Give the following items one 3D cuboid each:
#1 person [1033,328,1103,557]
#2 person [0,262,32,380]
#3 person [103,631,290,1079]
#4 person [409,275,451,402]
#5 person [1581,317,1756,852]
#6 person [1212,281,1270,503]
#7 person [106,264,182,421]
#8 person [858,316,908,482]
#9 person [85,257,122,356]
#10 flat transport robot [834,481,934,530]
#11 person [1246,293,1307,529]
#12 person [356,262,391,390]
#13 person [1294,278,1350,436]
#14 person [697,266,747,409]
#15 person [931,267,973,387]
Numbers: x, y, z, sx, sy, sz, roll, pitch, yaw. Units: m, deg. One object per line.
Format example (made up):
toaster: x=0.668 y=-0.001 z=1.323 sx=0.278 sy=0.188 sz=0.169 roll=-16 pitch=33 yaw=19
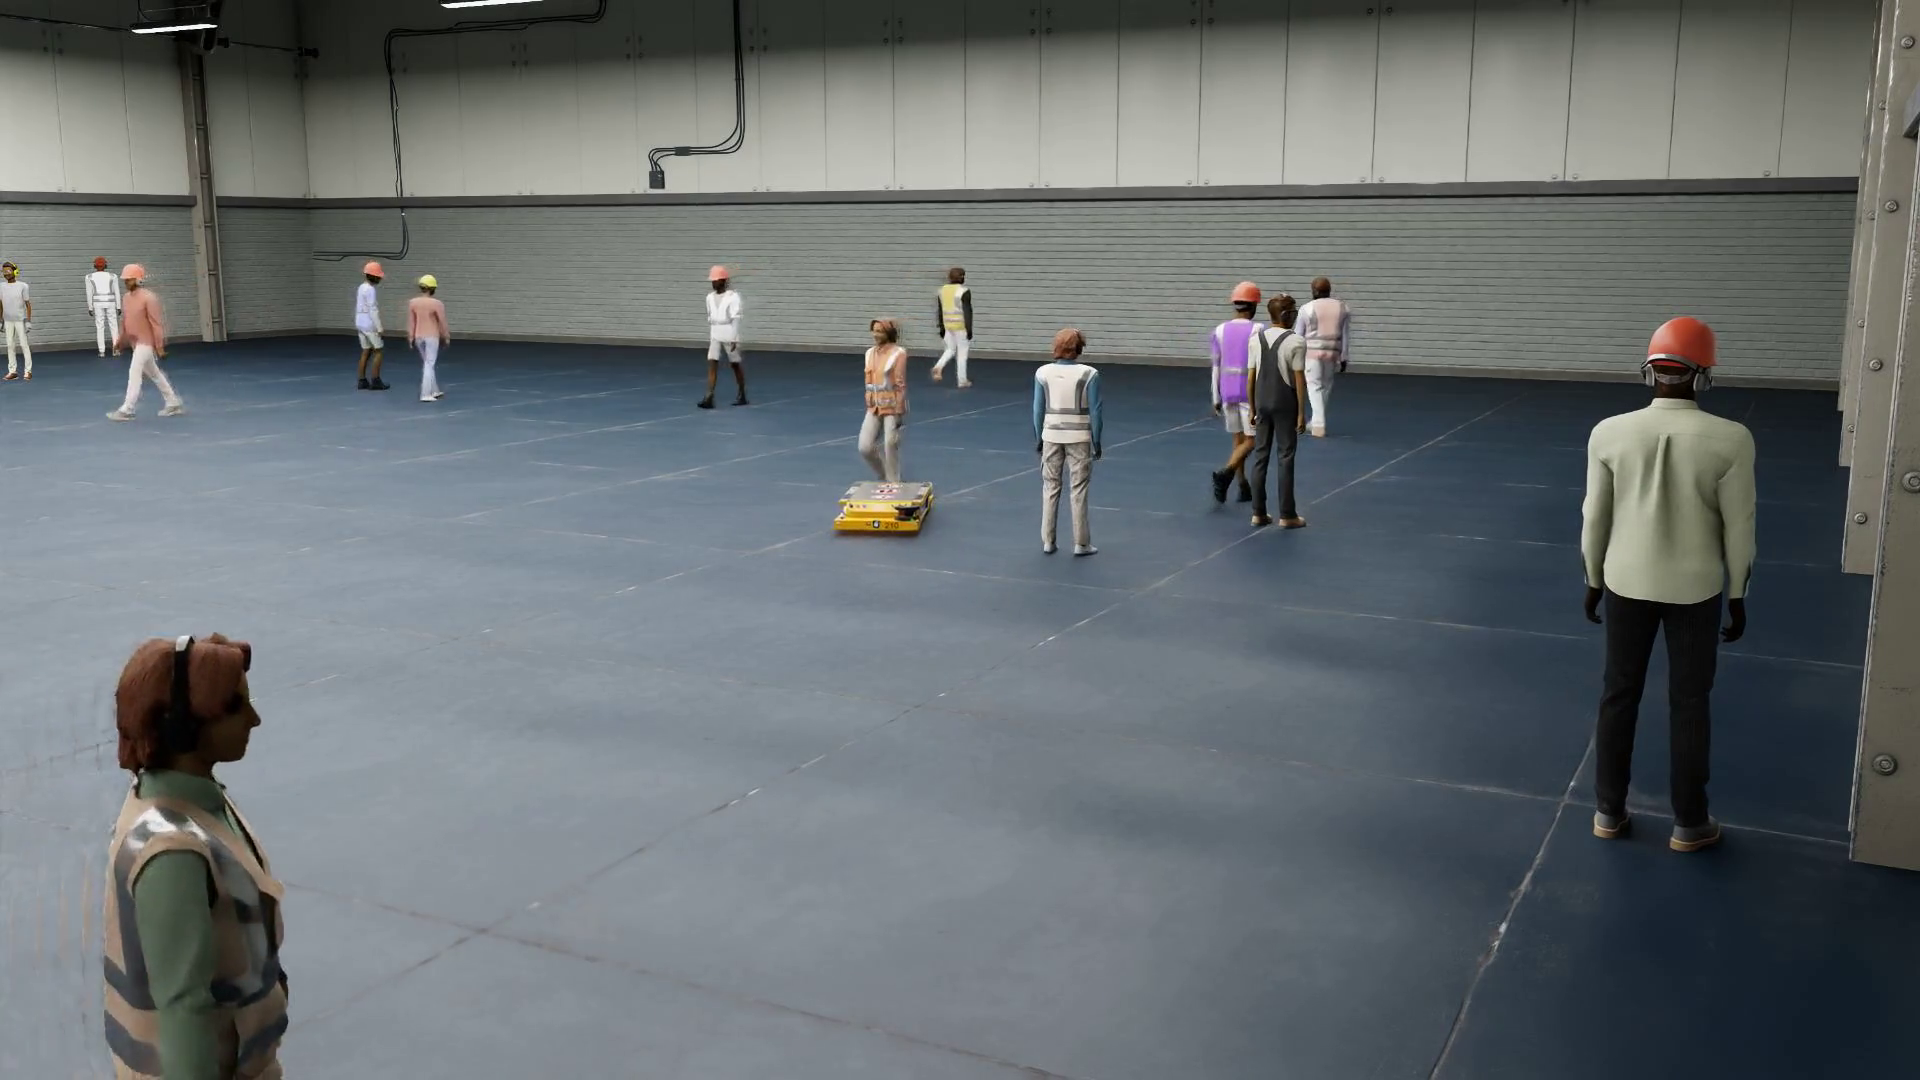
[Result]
person: x=0.774 y=-0.699 z=11.952 sx=0.523 sy=1.638 sz=0.310 roll=5 pitch=11 yaw=24
person: x=-15.069 y=-3.484 z=26.515 sx=0.535 sy=1.869 sz=0.320 roll=-1 pitch=10 yaw=-3
person: x=-1.405 y=0.964 z=2.949 sx=0.635 sy=1.621 sz=0.523 roll=-4 pitch=11 yaw=-23
person: x=-7.339 y=-2.804 z=23.163 sx=0.546 sy=1.734 sz=0.795 roll=3 pitch=11 yaw=17
person: x=2.649 y=0.168 z=6.249 sx=0.610 sy=1.996 sz=0.378 roll=7 pitch=13 yaw=34
person: x=2.371 y=-1.238 z=14.138 sx=0.557 sy=1.918 sz=0.776 roll=8 pitch=13 yaw=38
person: x=-10.272 y=-2.476 z=20.849 sx=0.615 sy=1.944 sz=1.045 roll=8 pitch=13 yaw=37
person: x=-0.637 y=-1.066 z=13.991 sx=0.518 sy=1.625 sz=0.360 roll=9 pitch=14 yaw=40
person: x=-16.273 y=-4.431 z=31.638 sx=0.575 sy=1.882 sz=0.355 roll=-6 pitch=12 yaw=-28
flat transport robot: x=-0.595 y=-0.290 z=13.457 sx=0.652 sy=0.197 sz=1.431 roll=1 pitch=10 yaw=4
person: x=2.491 y=-1.007 z=13.078 sx=0.506 sy=1.843 sz=0.350 roll=9 pitch=13 yaw=39
person: x=-8.717 y=-3.159 z=24.667 sx=0.484 sy=1.900 sz=0.549 roll=-6 pitch=12 yaw=-31
person: x=4.128 y=-2.110 z=19.192 sx=0.648 sy=1.811 sz=0.793 roll=-2 pitch=11 yaw=-12
person: x=-3.164 y=-2.706 z=22.223 sx=0.559 sy=1.887 sz=0.993 roll=5 pitch=11 yaw=25
person: x=-0.086 y=-3.212 z=25.153 sx=0.604 sy=1.826 sz=0.631 roll=-10 pitch=14 yaw=-43
